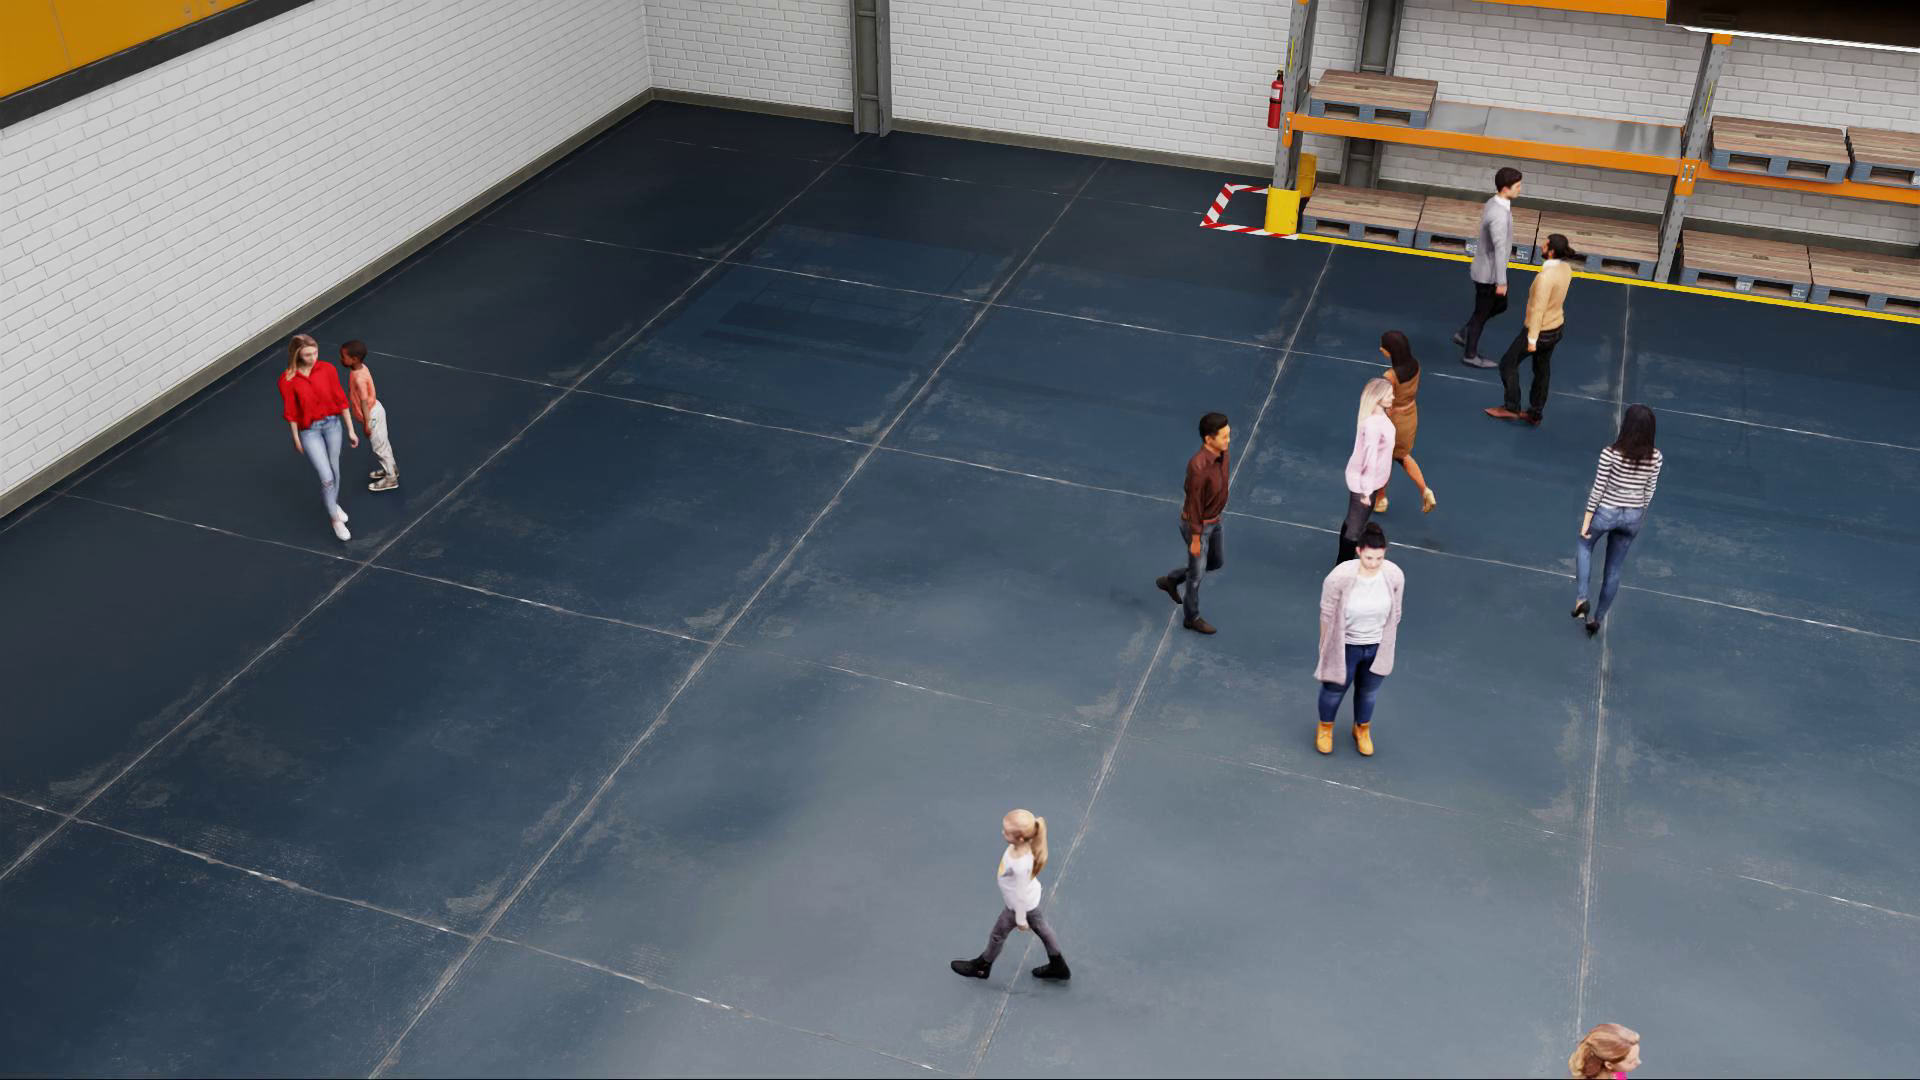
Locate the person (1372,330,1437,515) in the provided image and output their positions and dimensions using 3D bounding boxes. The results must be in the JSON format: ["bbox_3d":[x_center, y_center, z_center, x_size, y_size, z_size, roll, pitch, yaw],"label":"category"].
[{"bbox_3d":[3.424,-0.838,12.853,0.848,1.653,0.982,-23,40,-31],"label":"person"}]

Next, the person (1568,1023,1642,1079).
[{"bbox_3d":[2.674,2.719,7.451,0.877,1.709,0.589,13,36,19],"label":"person"}]

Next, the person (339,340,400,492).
[{"bbox_3d":[-4.759,-1.026,13.449,0.588,1.305,0.546,-9,35,-13],"label":"person"}]

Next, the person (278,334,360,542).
[{"bbox_3d":[-4.976,-0.870,12.871,0.812,1.685,0.915,-26,42,-33],"label":"person"}]

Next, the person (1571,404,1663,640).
[{"bbox_3d":[4.572,-0.061,11.578,0.653,1.770,0.726,4,34,6],"label":"person"}]

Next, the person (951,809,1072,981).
[{"bbox_3d":[0.398,1.952,9.017,0.910,1.252,0.569,7,34,10],"label":"person"}]

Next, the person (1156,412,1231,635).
[{"bbox_3d":[1.618,-0.132,11.686,0.857,1.769,0.763,21,39,28],"label":"person"}]

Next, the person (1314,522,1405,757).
[{"bbox_3d":[2.526,0.615,10.585,0.707,1.744,0.832,-2,34,-2],"label":"person"}]

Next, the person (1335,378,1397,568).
[{"bbox_3d":[2.962,-0.441,12.224,0.555,1.688,0.607,9,35,13],"label":"person"}]

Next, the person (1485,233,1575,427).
[{"bbox_3d":[5.007,-1.747,14.142,0.836,1.740,0.797,28,43,35],"label":"person"}]

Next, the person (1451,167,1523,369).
[{"bbox_3d":[4.709,-2.457,15.056,0.681,1.910,0.728,10,35,15],"label":"person"}]
